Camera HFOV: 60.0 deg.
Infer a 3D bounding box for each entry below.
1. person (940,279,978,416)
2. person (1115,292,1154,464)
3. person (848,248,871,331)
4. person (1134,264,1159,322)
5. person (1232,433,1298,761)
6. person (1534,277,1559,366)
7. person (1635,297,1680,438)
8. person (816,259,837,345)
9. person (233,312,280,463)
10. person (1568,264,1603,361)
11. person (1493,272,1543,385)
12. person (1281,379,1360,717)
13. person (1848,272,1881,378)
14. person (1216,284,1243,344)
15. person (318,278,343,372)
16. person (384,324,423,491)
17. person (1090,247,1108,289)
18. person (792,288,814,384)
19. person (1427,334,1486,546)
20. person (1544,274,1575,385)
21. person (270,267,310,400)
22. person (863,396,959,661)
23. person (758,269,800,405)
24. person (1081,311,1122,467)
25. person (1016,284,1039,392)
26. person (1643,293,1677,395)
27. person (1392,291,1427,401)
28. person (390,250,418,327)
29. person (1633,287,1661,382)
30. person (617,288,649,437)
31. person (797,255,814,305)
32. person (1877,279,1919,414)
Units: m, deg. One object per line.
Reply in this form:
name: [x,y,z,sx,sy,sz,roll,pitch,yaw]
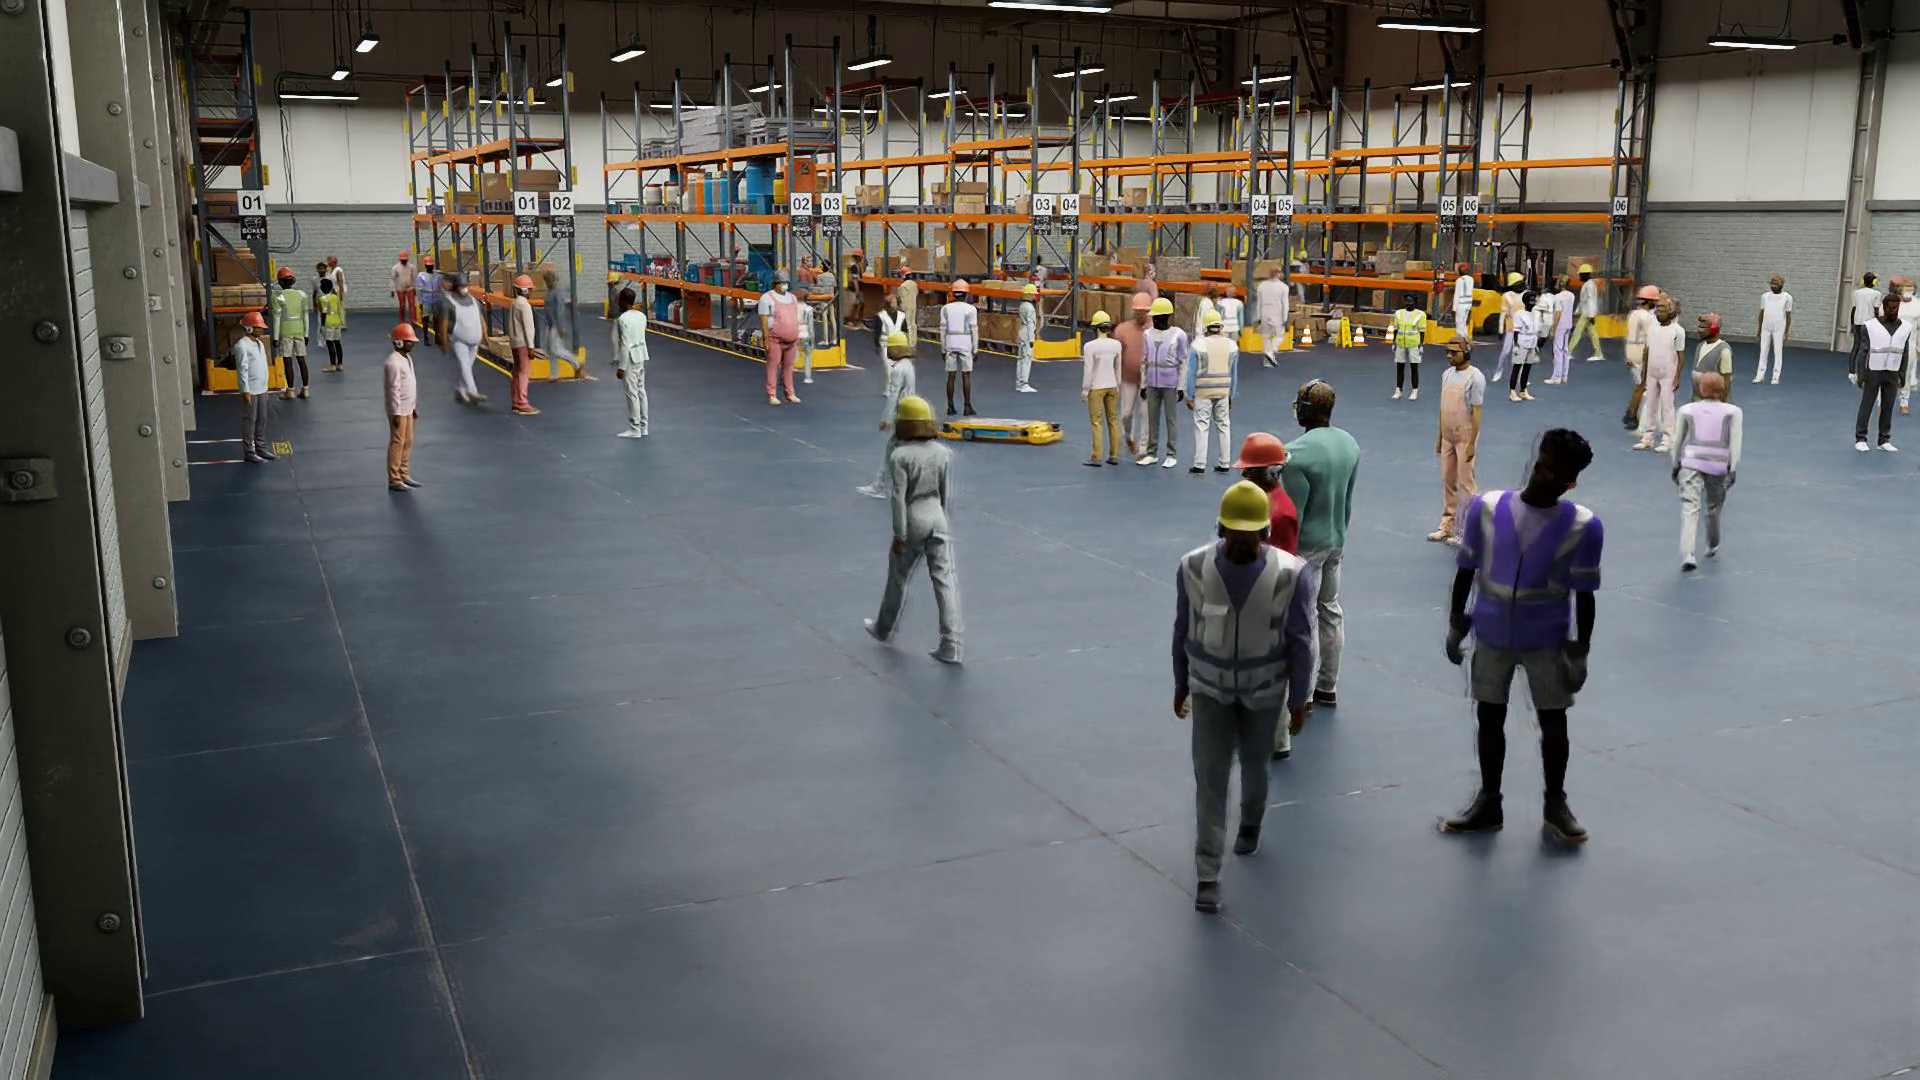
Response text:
person: [-0.001,-2.742,23.735,0.552,1.932,0.377,4,12,18]
person: [2.071,-1.874,19.201,0.650,1.982,0.635,2,11,9]
person: [-2.484,-6.117,40.672,0.549,2.023,0.673,0,11,2]
person: [3.592,-4.301,31.735,0.400,1.907,0.644,-6,12,-26]
person: [1.586,0.300,8.774,0.351,1.745,0.570,0,11,-1]
person: [11.153,-4.124,31.414,0.537,1.674,0.718,0,11,-1]
person: [8.977,-2.211,21.376,0.529,1.840,0.547,-2,11,-11]
person: [-2.921,-5.200,36.390,0.517,1.874,0.328,-9,14,-37]
person: [-8.152,-1.767,19.272,0.351,1.743,0.563,1,11,3]
person: [12.172,-4.440,32.502,0.961,1.880,0.606,4,12,21]
person: [9.478,-3.580,28.139,0.715,1.885,0.715,2,11,8]
person: [2.014,0.047,9.552,0.631,1.940,0.372,-10,15,-42]
person: [15.720,-3.716,28.886,0.335,1.860,0.508,-7,13,-31]
person: [4.765,-3.710,29.428,0.525,1.623,0.437,-1,11,-7]
person: [-11.443,-3.896,30.205,0.321,1.697,0.529,2,11,11]
person: [-5.773,-1.375,17.294,0.374,1.741,0.564,-1,11,-5]
person: [4.073,-7.591,48.516,0.574,1.882,0.356,0,11,1]
person: [-2.697,-3.427,28.013,0.534,1.616,0.516,6,13,28]
person: [4.337,-0.872,14.475,0.345,1.840,0.502,-5,12,-22]
person: [10.116,-3.541,28.025,0.508,1.846,0.345,-10,15,-41]
person: [-10.367,-3.189,25.730,0.373,2.043,0.615,8,14,35]
person: [-0.293,-0.089,10.844,0.506,1.690,0.889,-8,14,-37]
person: [-2.671,-3.068,25.121,0.684,2.000,0.538,-11,15,-43]
person: [1.604,-1.721,18.975,0.530,1.767,0.328,-7,13,-31]
person: [1.098,-3.265,26.917,0.345,1.735,0.487,-3,12,-16]
person: [11.027,-3.076,26.205,0.289,1.632,0.497,-7,13,-32]
person: [6.921,-2.998,25.663,0.534,1.694,0.320,8,14,37]
person: [-13.934,-6.294,41.726,0.484,1.963,0.683,11,16,44]
person: [11.709,-3.483,28.284,0.514,1.634,0.313,-3,12,-16]
person: [-4.220,-2.277,21.422,0.391,1.917,0.587,3,12,15]
person: [-3.571,-5.649,38.588,0.405,1.904,0.672,0,11,-2]
person: [13.504,-2.770,23.893,0.628,1.933,0.366,5,12,22]
